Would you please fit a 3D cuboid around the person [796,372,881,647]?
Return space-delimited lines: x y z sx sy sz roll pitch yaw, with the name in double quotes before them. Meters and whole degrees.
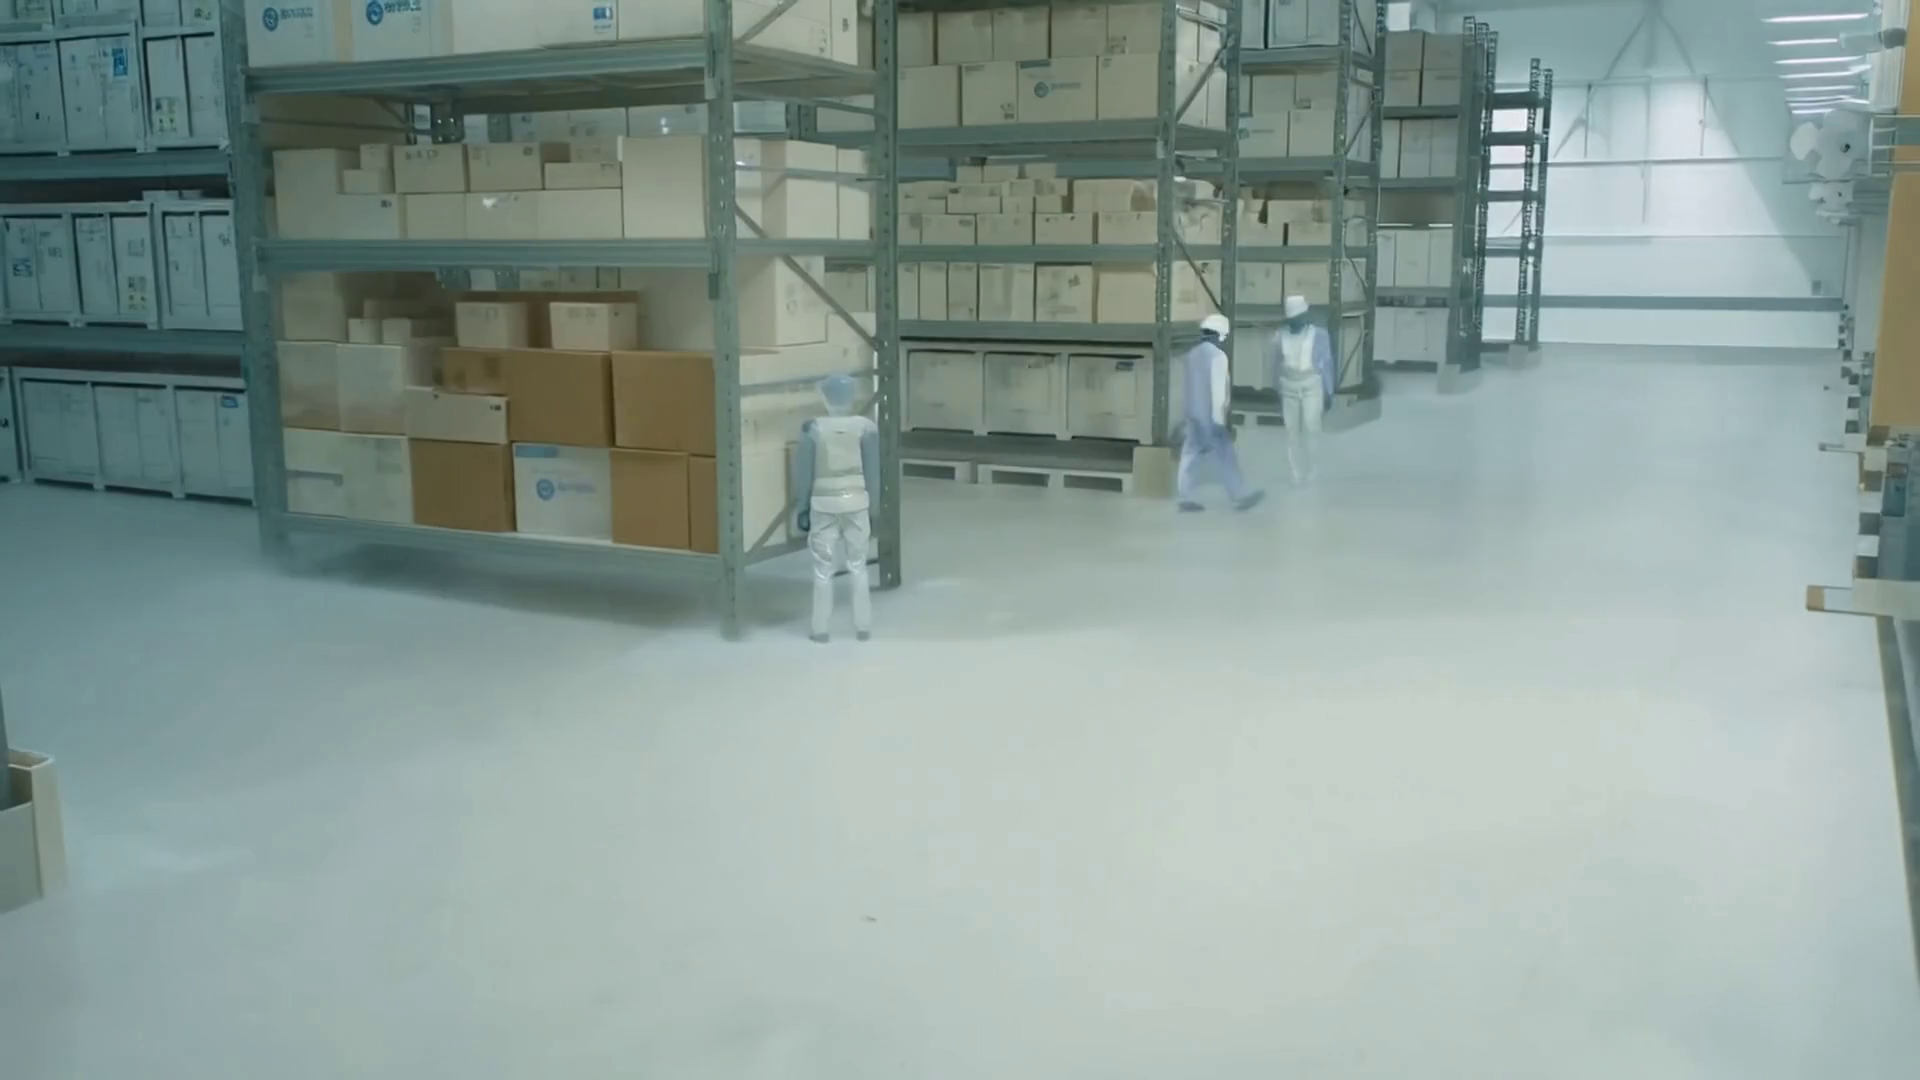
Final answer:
"person" -0.712 -0.176 9.878 0.524 1.631 0.313 -3 10 -19

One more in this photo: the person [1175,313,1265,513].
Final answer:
"person" 2.334 -1.144 15.012 0.903 1.783 0.605 -5 11 -26

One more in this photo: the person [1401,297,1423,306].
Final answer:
"person" 10.681 -5.345 39.577 0.561 1.705 0.852 -7 12 -35

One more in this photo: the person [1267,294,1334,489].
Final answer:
"person" 3.359 -1.458 16.451 0.636 1.925 0.455 4 11 21
